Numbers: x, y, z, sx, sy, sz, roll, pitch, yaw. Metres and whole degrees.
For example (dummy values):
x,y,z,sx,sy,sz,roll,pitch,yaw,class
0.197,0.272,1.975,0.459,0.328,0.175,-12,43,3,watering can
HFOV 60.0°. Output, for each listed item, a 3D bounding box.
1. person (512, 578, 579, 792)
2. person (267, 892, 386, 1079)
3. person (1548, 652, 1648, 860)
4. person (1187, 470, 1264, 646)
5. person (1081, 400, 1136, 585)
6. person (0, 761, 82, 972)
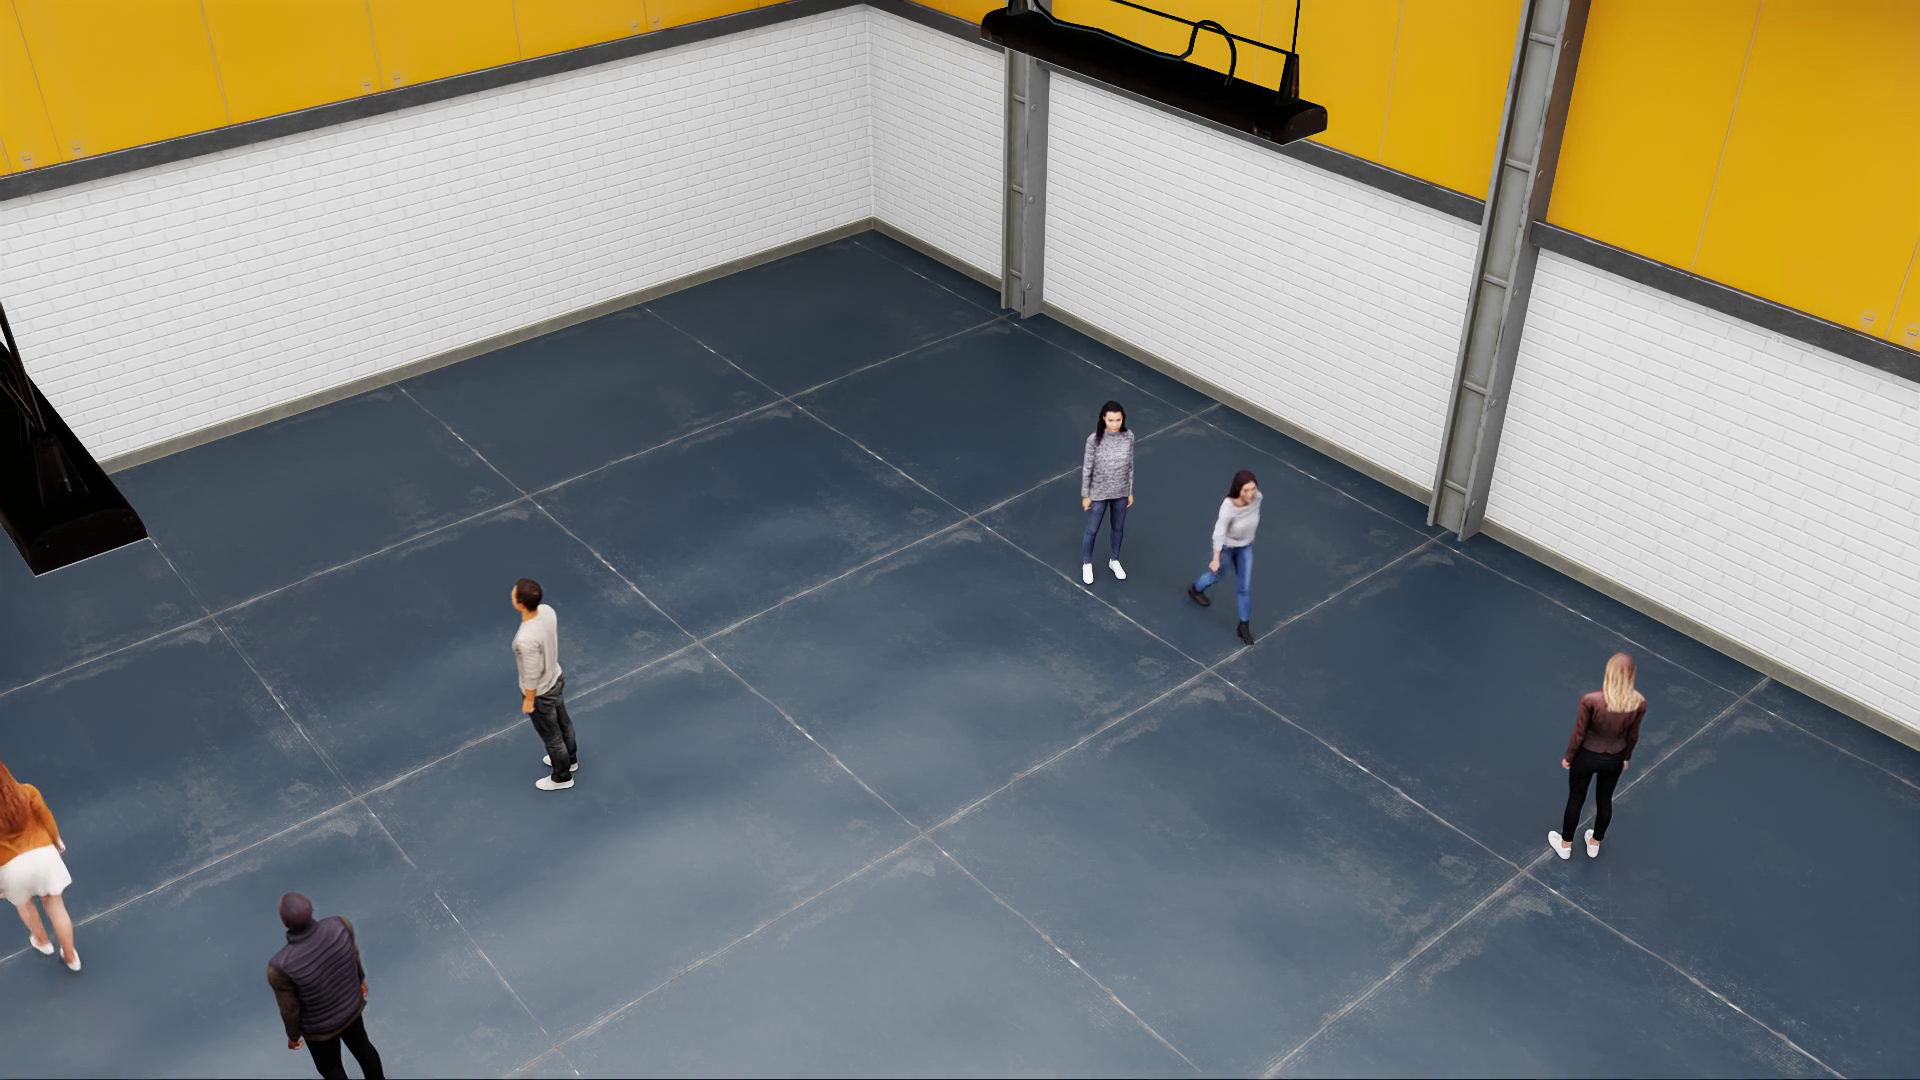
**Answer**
x,y,z,sx,sy,sz,roll,pitch,yaw,class
-2.999,1.031,12.013,0.779,1.811,0.730,4,34,6,person
-3.601,2.694,9.490,0.670,1.835,0.752,20,38,27,person
4.381,1.494,11.415,0.673,1.703,0.709,0,34,0,person
2.191,0.046,13.697,0.809,1.589,1.115,-21,39,-28,person
1.278,-0.429,14.282,0.692,1.732,0.677,-7,34,-11,person
-5.878,2.092,10.515,0.622,1.703,0.691,-24,41,-32,person
